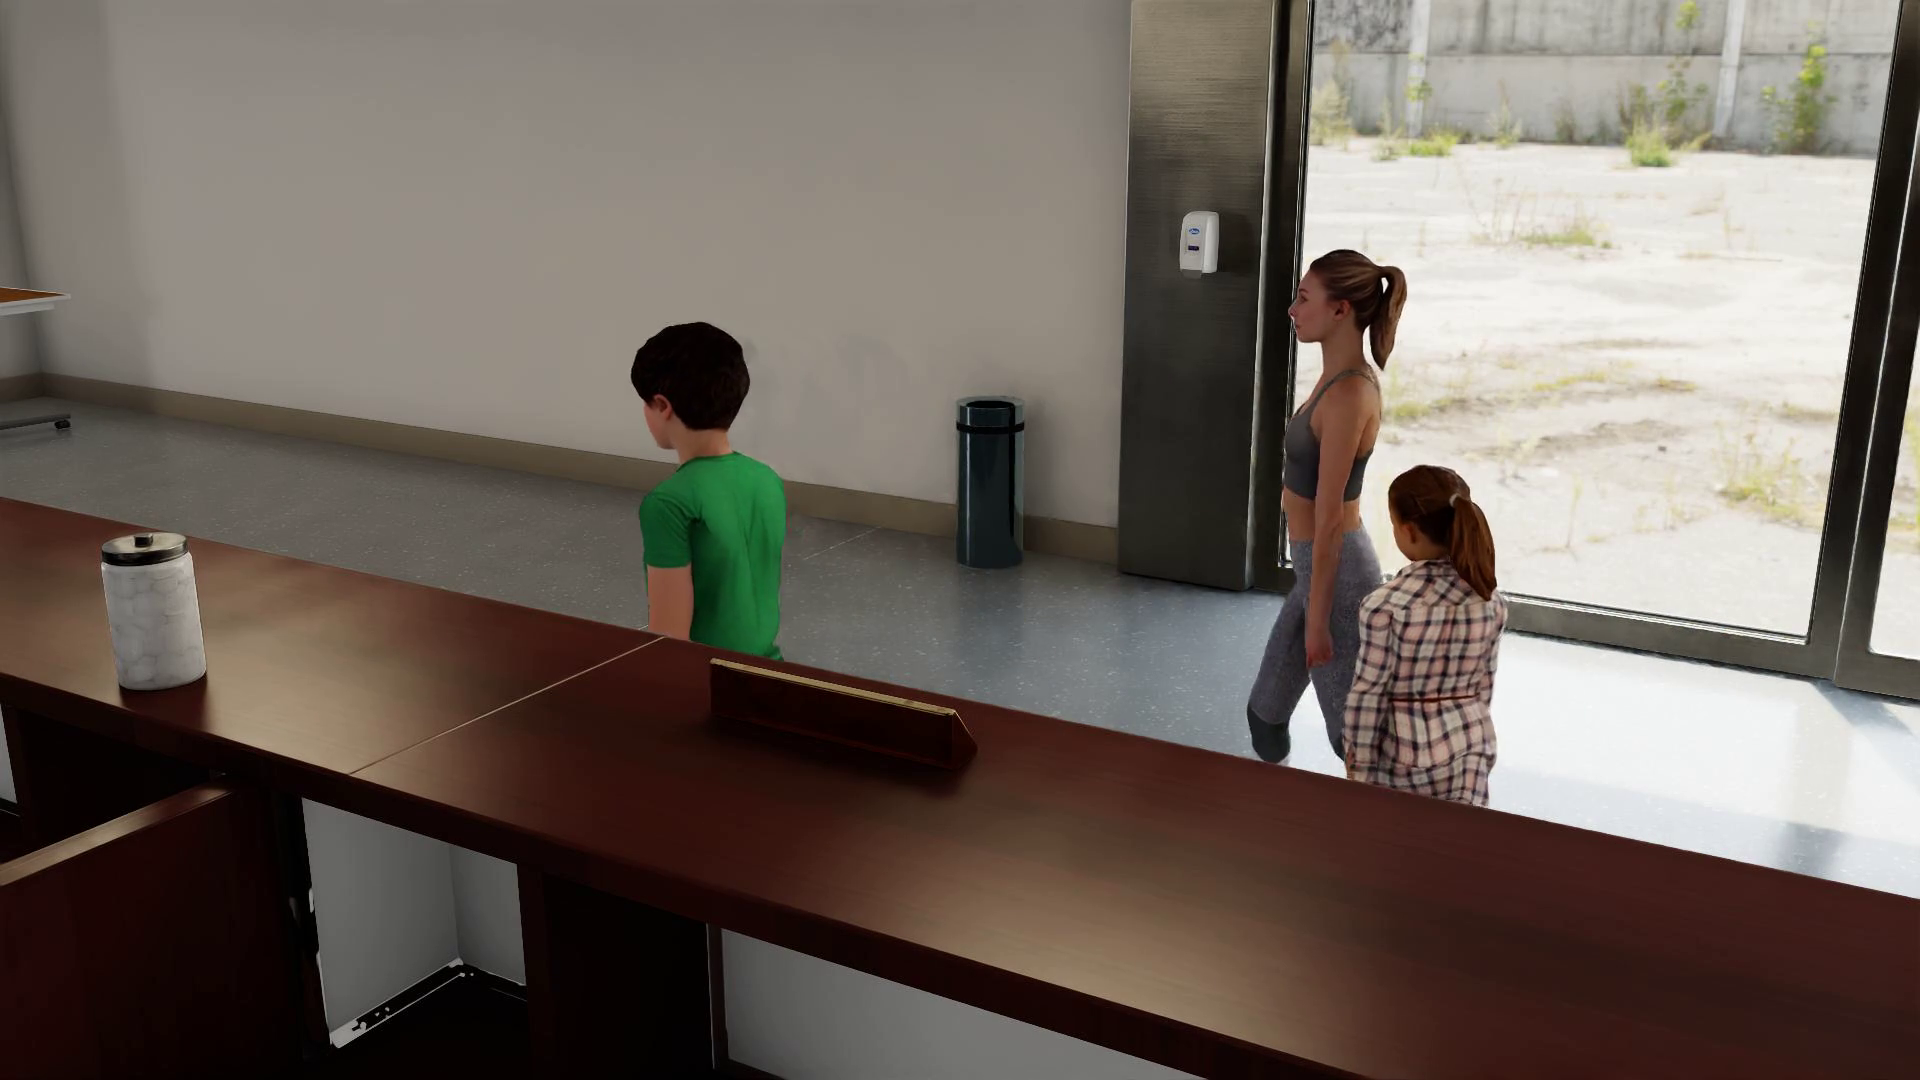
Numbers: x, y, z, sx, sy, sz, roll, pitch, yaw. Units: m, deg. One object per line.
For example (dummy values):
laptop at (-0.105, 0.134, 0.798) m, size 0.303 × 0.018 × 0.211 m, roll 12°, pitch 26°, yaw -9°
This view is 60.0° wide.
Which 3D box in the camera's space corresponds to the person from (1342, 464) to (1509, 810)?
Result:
person at (1.046, 0.513, 3.600) m, size 0.841 × 1.263 × 0.996 m, roll -2°, pitch 16°, yaw -6°

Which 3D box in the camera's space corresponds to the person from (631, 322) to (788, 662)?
person at (-0.401, 0.402, 3.313) m, size 0.660 × 1.632 × 0.744 m, roll 9°, pitch 18°, yaw 29°
